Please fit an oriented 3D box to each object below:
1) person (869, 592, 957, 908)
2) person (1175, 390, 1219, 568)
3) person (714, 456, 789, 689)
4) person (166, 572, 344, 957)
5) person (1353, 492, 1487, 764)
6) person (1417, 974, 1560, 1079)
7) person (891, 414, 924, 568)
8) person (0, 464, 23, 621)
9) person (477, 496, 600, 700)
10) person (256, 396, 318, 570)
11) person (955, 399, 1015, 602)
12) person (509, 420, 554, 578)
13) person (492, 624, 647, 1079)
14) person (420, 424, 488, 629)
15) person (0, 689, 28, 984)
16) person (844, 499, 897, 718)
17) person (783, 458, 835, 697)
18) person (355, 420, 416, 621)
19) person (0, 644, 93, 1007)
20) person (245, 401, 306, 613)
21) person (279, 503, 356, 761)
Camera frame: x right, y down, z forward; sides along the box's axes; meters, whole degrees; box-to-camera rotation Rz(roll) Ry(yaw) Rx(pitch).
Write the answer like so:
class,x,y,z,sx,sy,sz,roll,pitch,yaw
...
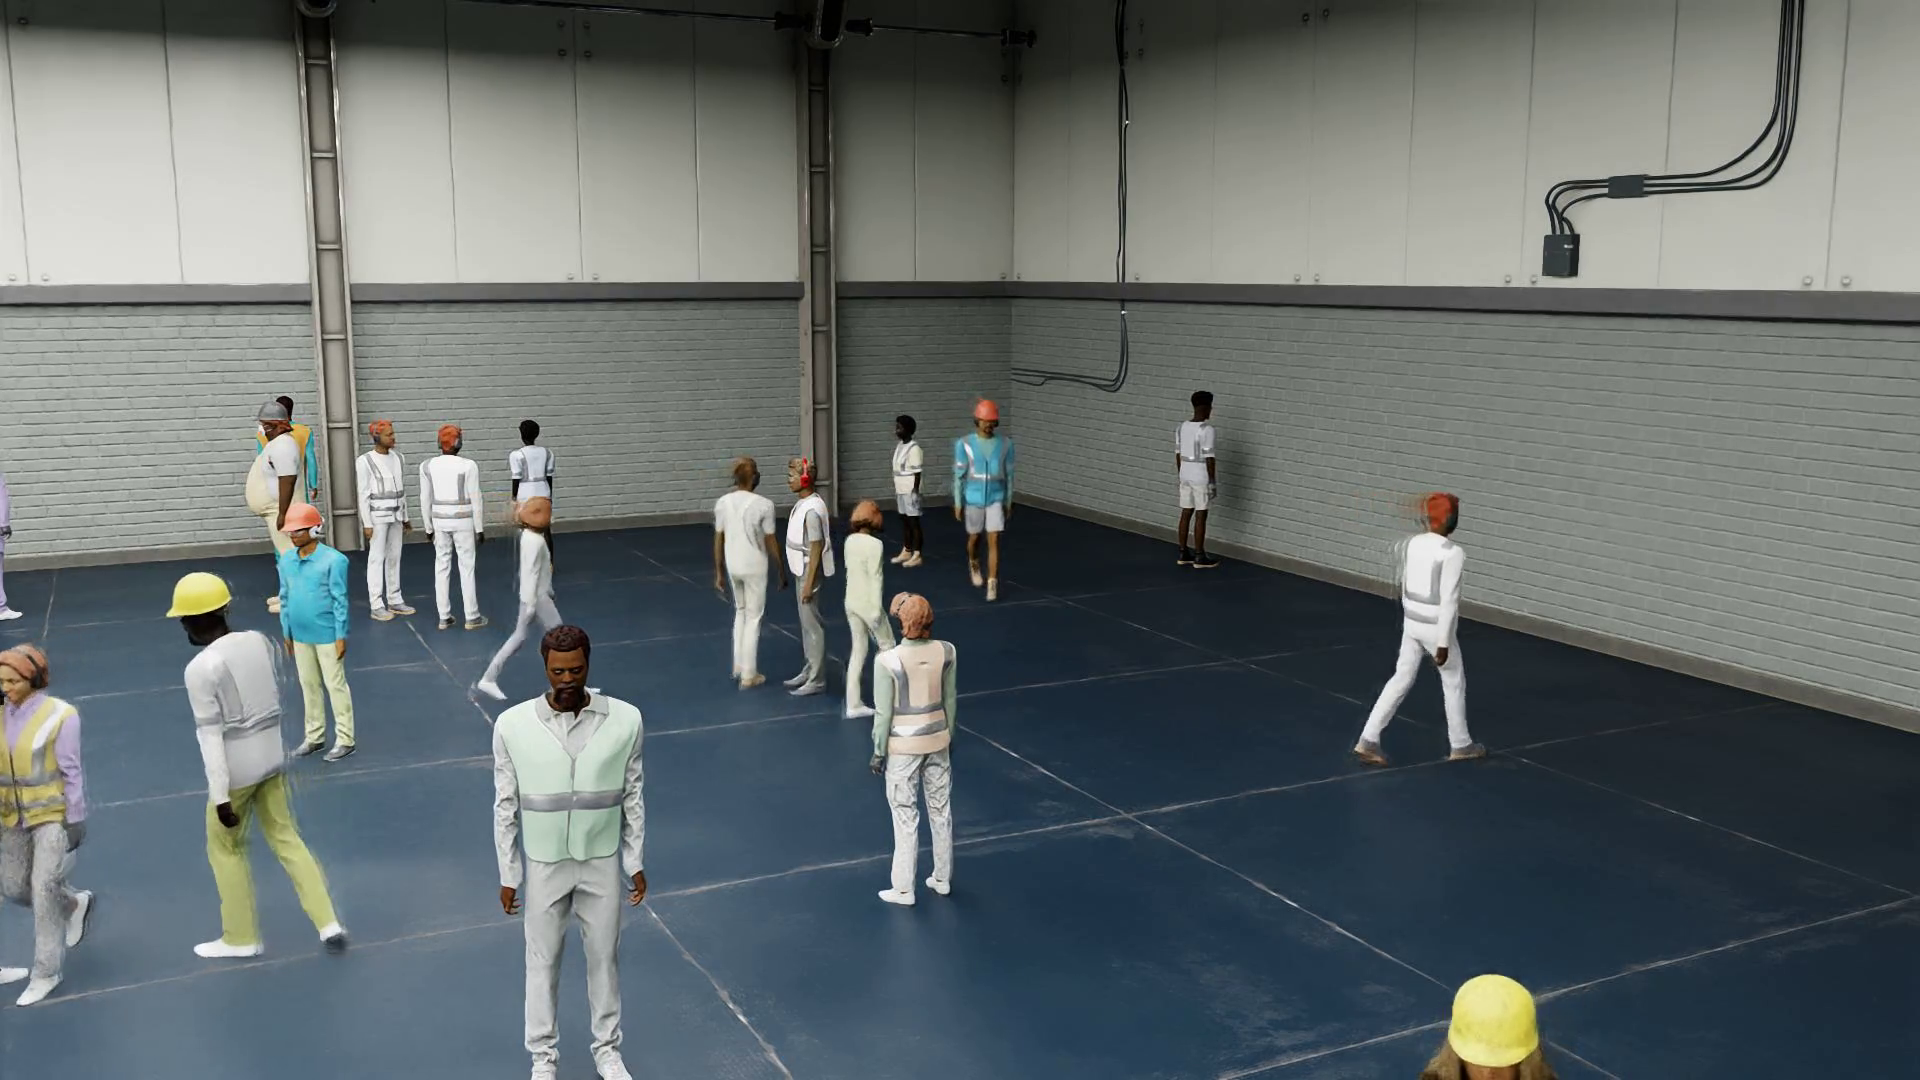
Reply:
class,x,y,z,sx,sy,sz,roll,pitch,yaw
person,-0.232,1.080,8.603,0.513,1.642,0.311,-6,11,-35
person,2.633,-0.680,18.443,0.367,1.964,0.609,-5,11,-29
person,-1.618,0.247,13.149,0.528,1.827,0.552,5,10,26
person,-3.328,1.079,7.877,0.720,1.891,0.607,2,10,14
person,3.064,0.594,11.030,0.993,1.840,0.584,-5,10,-26
person,1.179,1.825,3.817,0.501,1.691,0.895,4,10,23
person,-0.580,-0.546,18.449,0.317,1.695,0.540,-4,10,-25
person,-9.163,-0.180,15.535,0.641,1.913,0.408,1,9,5
person,-3.276,0.445,12.694,0.881,1.587,0.498,-4,10,-22
person,-7.342,-0.615,18.195,0.597,1.918,0.383,-3,10,-17
person,0.246,-0.437,16.838,0.615,2.012,0.993,-1,9,-4
person,-4.571,-0.435,17.767,0.316,1.695,0.540,8,12,41
person,-1.531,1.270,6.580,0.593,1.920,0.392,-3,10,-20
person,-4.630,-0.118,15.227,0.572,1.887,0.356,1,9,7
person,-4.461,1.150,7.395,0.415,1.903,0.671,4,10,24
person,-0.616,0.500,12.261,0.605,1.602,0.561,-6,11,-34
person,-1.167,0.282,12.885,0.390,1.846,0.565,-2,9,-13
person,-5.418,-0.193,15.700,0.351,1.884,0.582,4,10,22
person,-4.203,1.253,7.623,0.522,1.615,0.590,2,9,10
person,-6.592,-0.326,16.038,0.537,2.000,0.674,-4,10,-21
person,-4.346,0.613,11.173,0.568,1.746,0.344,4,10,22
